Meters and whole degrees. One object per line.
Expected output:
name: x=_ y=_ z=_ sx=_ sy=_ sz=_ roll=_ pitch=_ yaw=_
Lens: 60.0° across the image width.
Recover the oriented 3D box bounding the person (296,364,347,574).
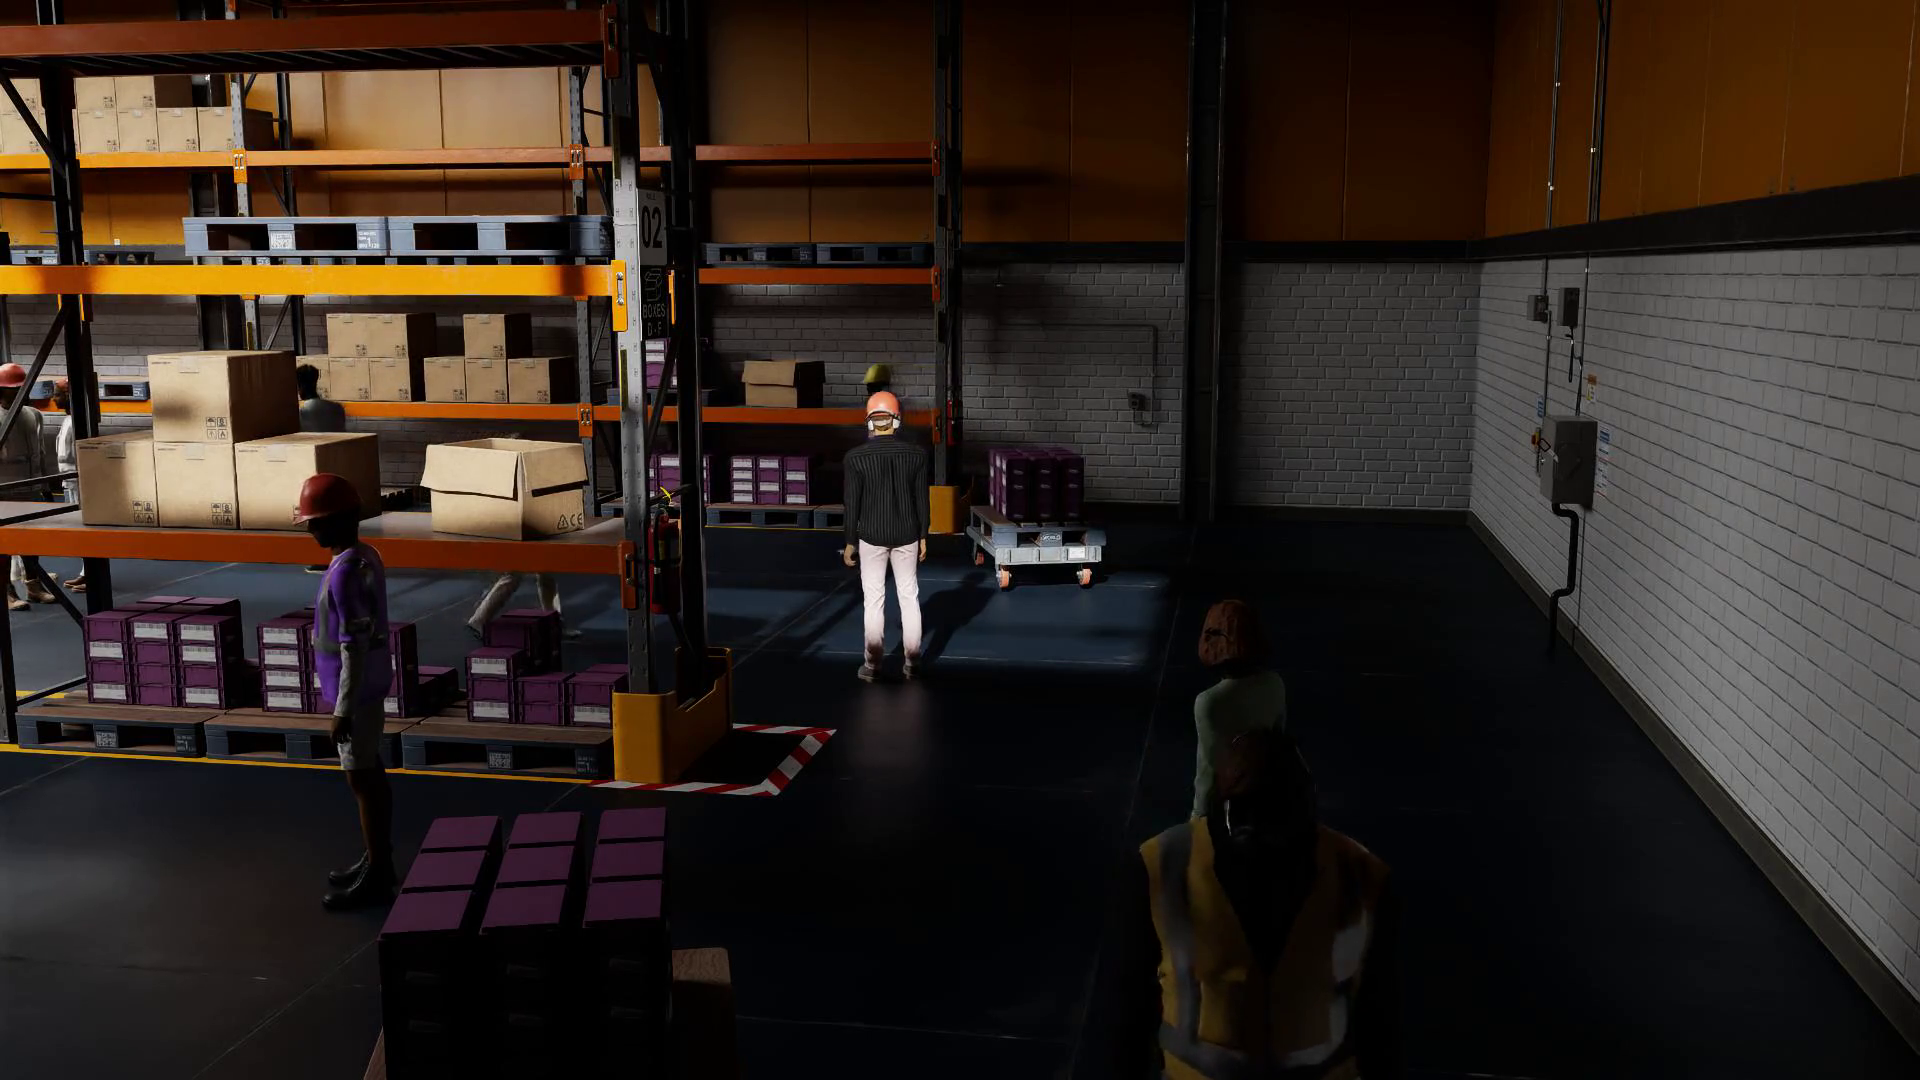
person: x=-5.970 y=-0.649 z=15.359 sx=0.457 sy=1.953 sz=0.645 roll=6 pitch=11 yaw=34

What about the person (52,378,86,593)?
person: x=-7.693 y=-0.479 z=14.540 sx=0.337 sy=1.882 sz=0.584 roll=-7 pitch=12 yaw=-38

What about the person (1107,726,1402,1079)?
person: x=0.671 y=1.273 z=3.876 sx=0.649 sy=1.822 sz=0.665 roll=1 pitch=9 yaw=4

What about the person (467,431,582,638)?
person: x=-3.344 y=-0.025 z=12.588 sx=0.810 sy=1.605 sz=0.527 roll=-1 pitch=9 yaw=-5

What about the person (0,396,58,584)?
person: x=-8.470 y=-0.531 z=14.998 sx=0.622 sy=1.844 sz=0.429 roll=8 pitch=12 yaw=42

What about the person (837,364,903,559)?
person: x=-0.833 y=-0.743 z=16.118 sx=0.860 sy=1.895 sz=0.609 roll=-3 pitch=10 yaw=-19

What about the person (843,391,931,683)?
person: x=-0.501 y=-0.018 z=11.354 sx=0.610 sy=1.989 sz=0.391 roll=-3 pitch=10 yaw=-15

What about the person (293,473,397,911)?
person: x=-2.694 y=0.662 z=7.329 sx=0.370 sy=1.928 sz=0.543 roll=-2 pitch=9 yaw=-13

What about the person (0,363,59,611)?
person: x=-7.807 y=-0.441 z=13.812 sx=0.373 sy=2.042 sz=0.614 roll=3 pitch=10 yaw=19

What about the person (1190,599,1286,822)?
person: x=0.985 y=1.022 z=6.004 sx=0.265 sy=1.632 sz=0.508 roll=8 pitch=12 yaw=42
